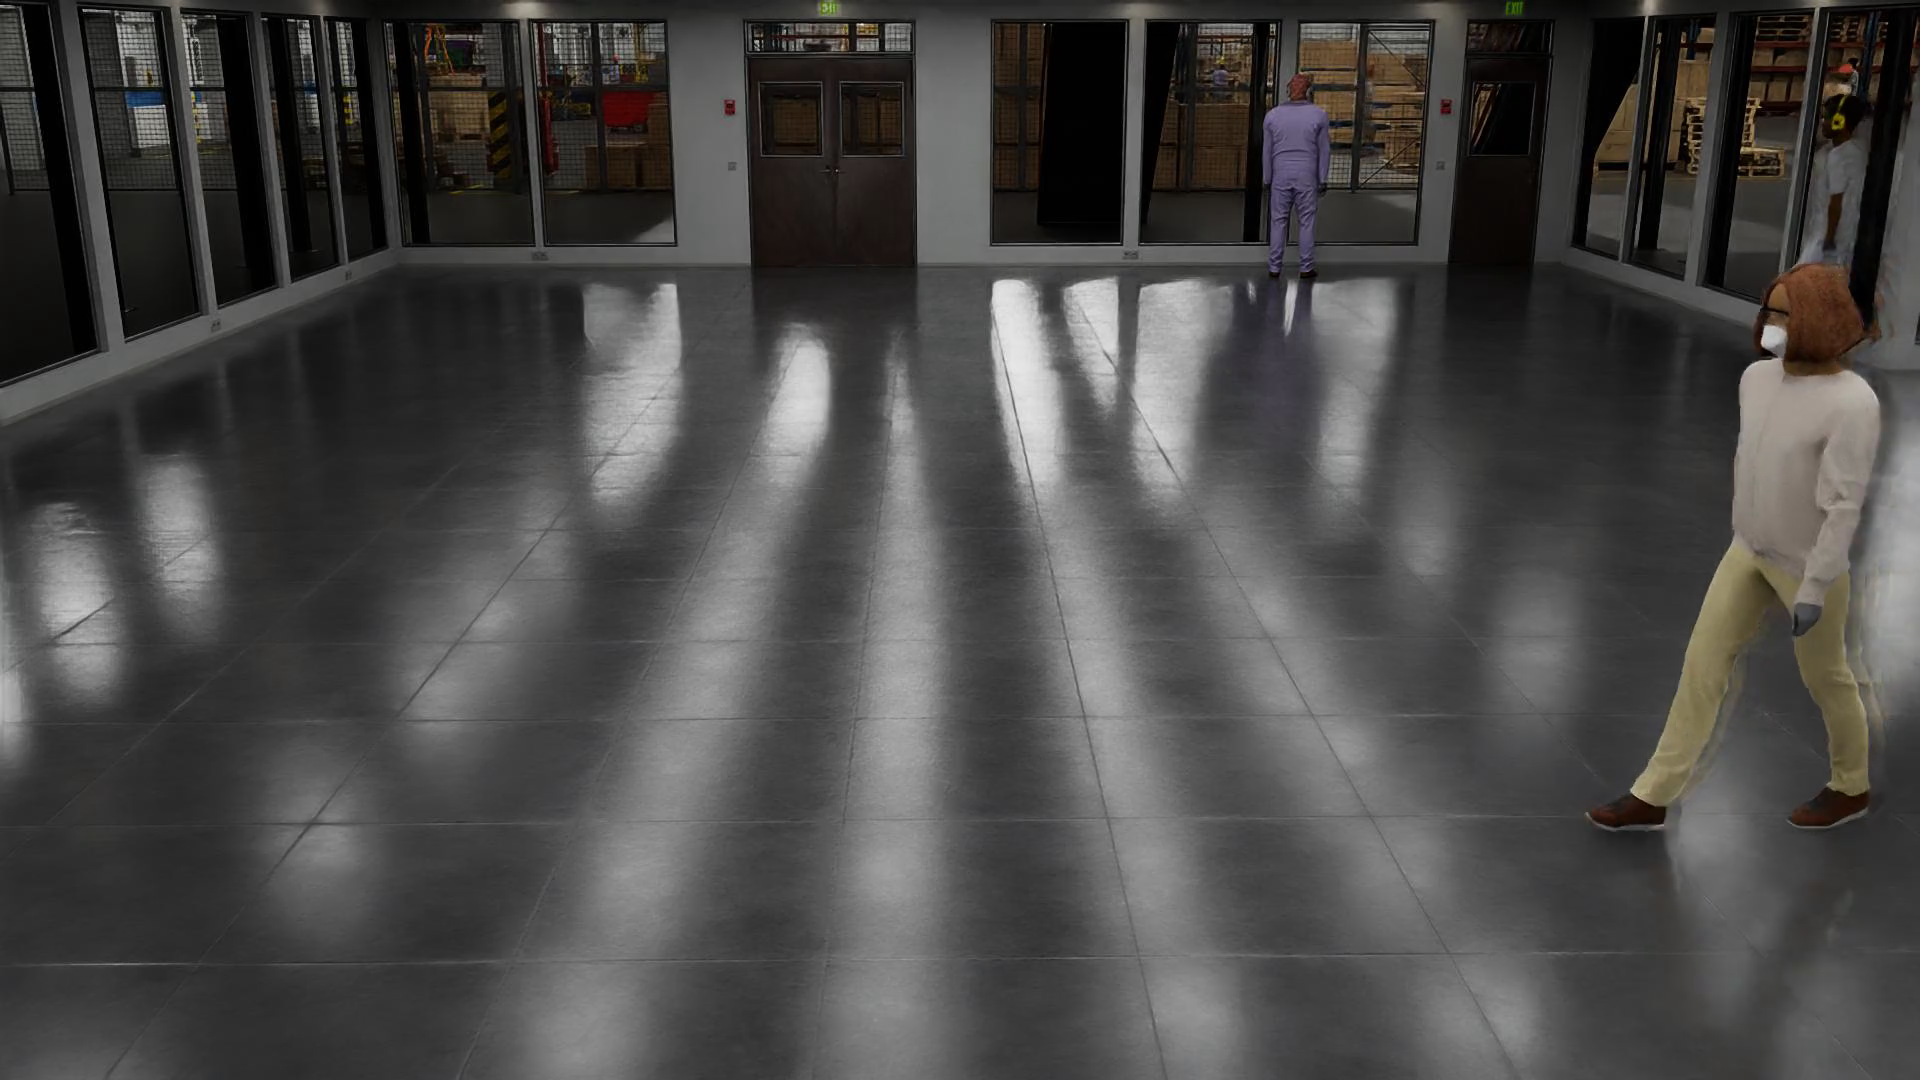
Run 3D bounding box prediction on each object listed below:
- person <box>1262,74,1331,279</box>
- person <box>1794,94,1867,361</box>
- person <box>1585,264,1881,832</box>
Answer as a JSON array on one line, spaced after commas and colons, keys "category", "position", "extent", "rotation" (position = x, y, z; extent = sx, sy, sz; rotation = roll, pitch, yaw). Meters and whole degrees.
[{"category": "person", "position": [3.198, -3.453, 15.852], "extent": [0.643, 1.909, 0.410], "rotation": [6, 17, 19]}, {"category": "person", "position": [5.585, -1.920, 10.737], "extent": [0.522, 1.854, 0.429], "rotation": [-14, 21, -39]}, {"category": "person", "position": [2.198, 0.058, 4.459], "extent": [0.852, 1.583, 0.516], "rotation": [-4, 17, -14]}]
